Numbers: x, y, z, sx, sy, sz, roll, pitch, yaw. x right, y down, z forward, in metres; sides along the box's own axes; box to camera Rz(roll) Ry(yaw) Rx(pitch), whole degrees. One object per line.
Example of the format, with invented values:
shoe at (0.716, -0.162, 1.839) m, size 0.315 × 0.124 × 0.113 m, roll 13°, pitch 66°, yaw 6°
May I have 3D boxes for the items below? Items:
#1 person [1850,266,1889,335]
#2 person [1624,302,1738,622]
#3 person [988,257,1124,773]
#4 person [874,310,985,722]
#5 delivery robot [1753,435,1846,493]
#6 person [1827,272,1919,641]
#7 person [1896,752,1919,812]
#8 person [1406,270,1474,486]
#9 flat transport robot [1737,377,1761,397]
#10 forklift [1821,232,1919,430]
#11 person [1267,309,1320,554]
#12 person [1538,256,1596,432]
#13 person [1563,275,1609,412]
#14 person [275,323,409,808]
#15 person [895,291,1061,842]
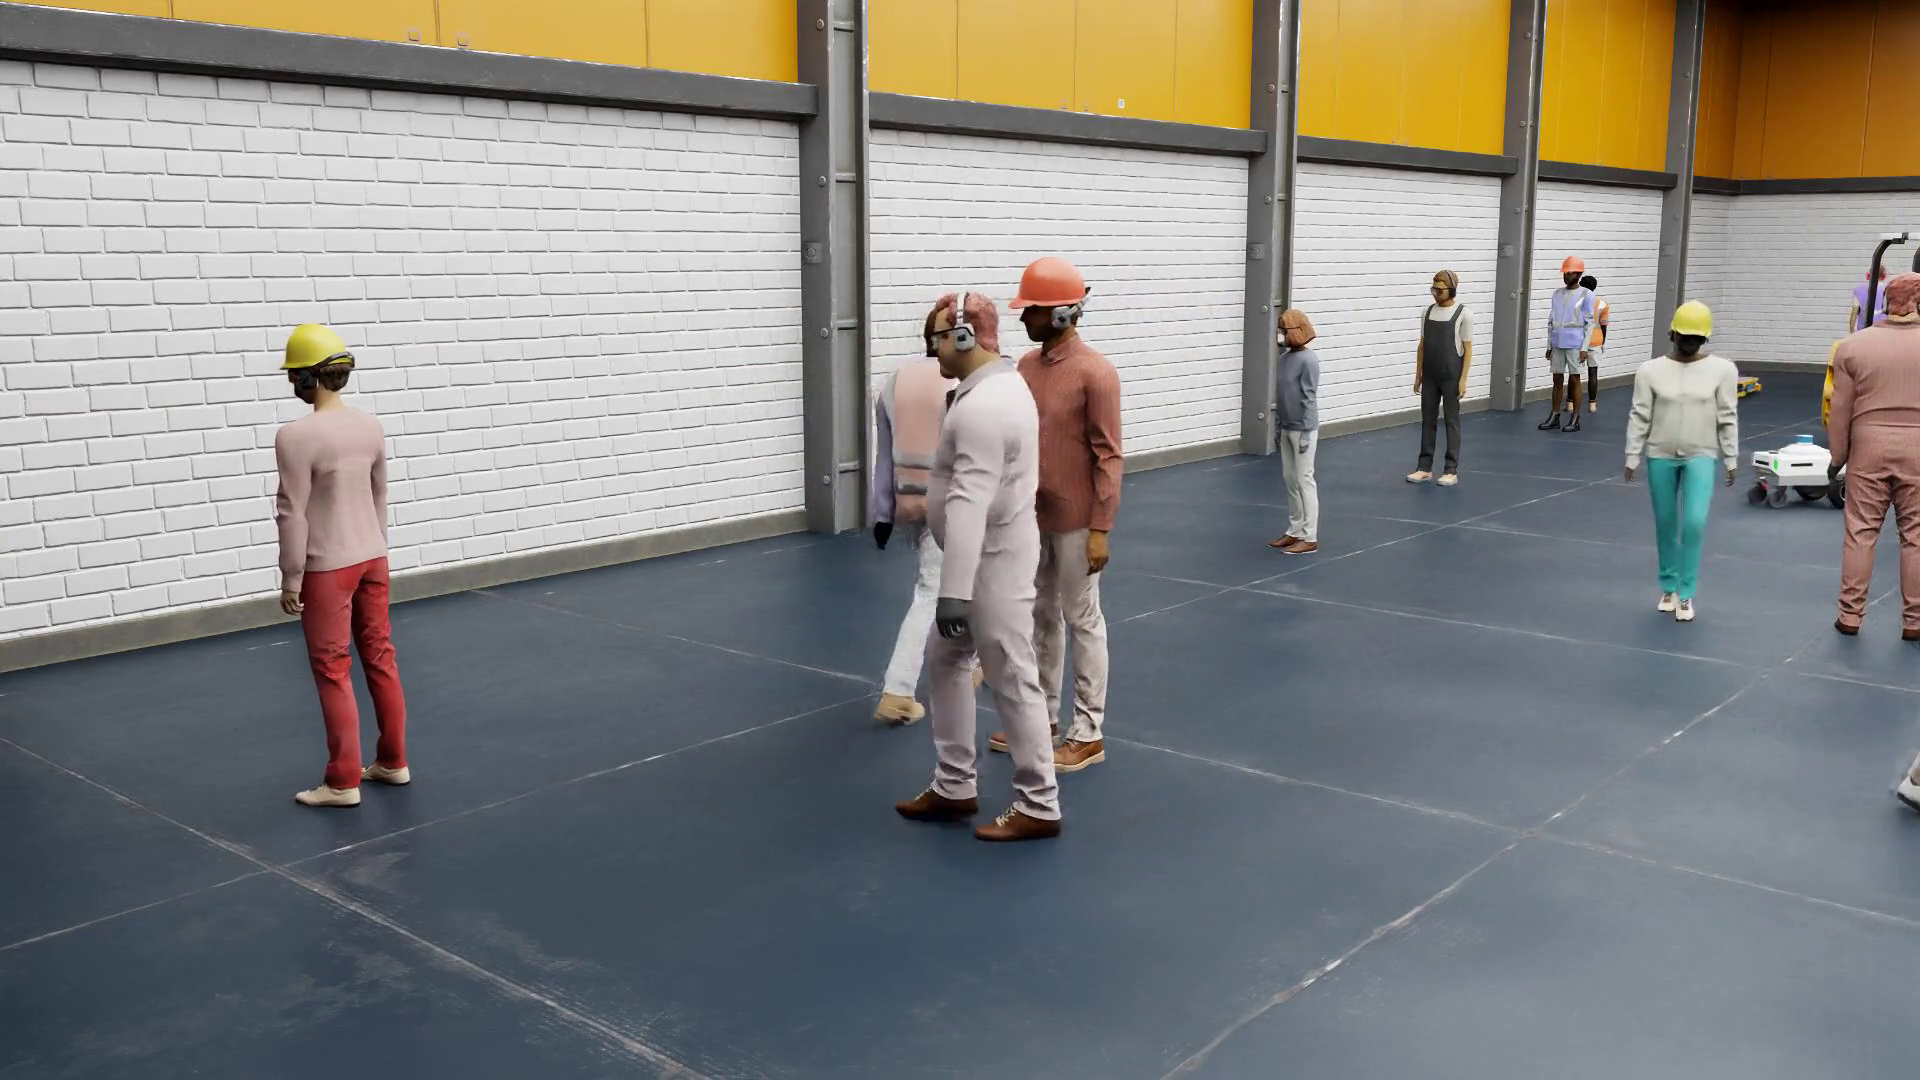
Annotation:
person at (12.561, -2.881, 22.920) m, size 0.554 × 1.785 × 0.951 m, roll 5°, pitch 11°, yaw 27°
person at (3.934, -0.429, 9.093) m, size 0.566 × 1.724 × 0.647 m, roll 5°, pitch 11°, yaw 27°
person at (0.377, -0.095, 6.487) m, size 0.392 × 1.991 × 0.613 m, roll -6°, pitch 12°, yaw -32°
person at (-0.081, -0.128, 7.286) m, size 0.614 × 1.789 × 1.005 m, roll 9°, pitch 13°, yaw 41°
delivery robot at (6.641, -0.585, 13.098) m, size 0.707 × 0.478 × 0.477 m, roll -1°, pitch 10°, yaw -6°
person at (4.859, -0.428, 8.644) m, size 0.636 × 1.903 × 0.405 m, roll 6°, pitch 12°, yaw 31°
person at (3.545, 0.268, 5.541) m, size 0.531 × 1.592 × 0.888 m, roll -4°, pitch 11°, yaw -21°
person at (4.131, -1.386, 14.271) m, size 0.343 × 1.839 × 0.506 m, roll -9°, pitch 14°, yaw -43°
flat transport robot at (10.592, -2.134, 22.989) m, size 0.652 × 0.197 × 1.431 m, roll 7°, pitch 12°, yaw 35°
forklift at (9.955, -1.972, 16.595) m, size 2.313 × 2.155 × 1.214 m, roll 1°, pitch 10°, yaw 8°
person at (2.237, -0.722, 11.103) m, size 0.286 × 1.624 × 0.494 m, roll -3°, pitch 10°, yaw -14°
person at (6.734, -2.167, 18.428) m, size 0.349 × 1.942 × 0.543 m, roll -7°, pitch 12°, yaw -36°
person at (7.729, -2.419, 20.573) m, size 0.535 × 1.692 × 0.318 m, roll 3°, pitch 10°, yaw 17°
person at (-2.288, 0.093, 6.089) m, size 0.344 × 1.757 × 0.519 m, roll 4°, pitch 11°, yaw 19°
person at (0.027, 0.099, 5.696) m, size 0.739 × 1.869 × 0.785 m, roll 1°, pitch 10°, yaw 6°
